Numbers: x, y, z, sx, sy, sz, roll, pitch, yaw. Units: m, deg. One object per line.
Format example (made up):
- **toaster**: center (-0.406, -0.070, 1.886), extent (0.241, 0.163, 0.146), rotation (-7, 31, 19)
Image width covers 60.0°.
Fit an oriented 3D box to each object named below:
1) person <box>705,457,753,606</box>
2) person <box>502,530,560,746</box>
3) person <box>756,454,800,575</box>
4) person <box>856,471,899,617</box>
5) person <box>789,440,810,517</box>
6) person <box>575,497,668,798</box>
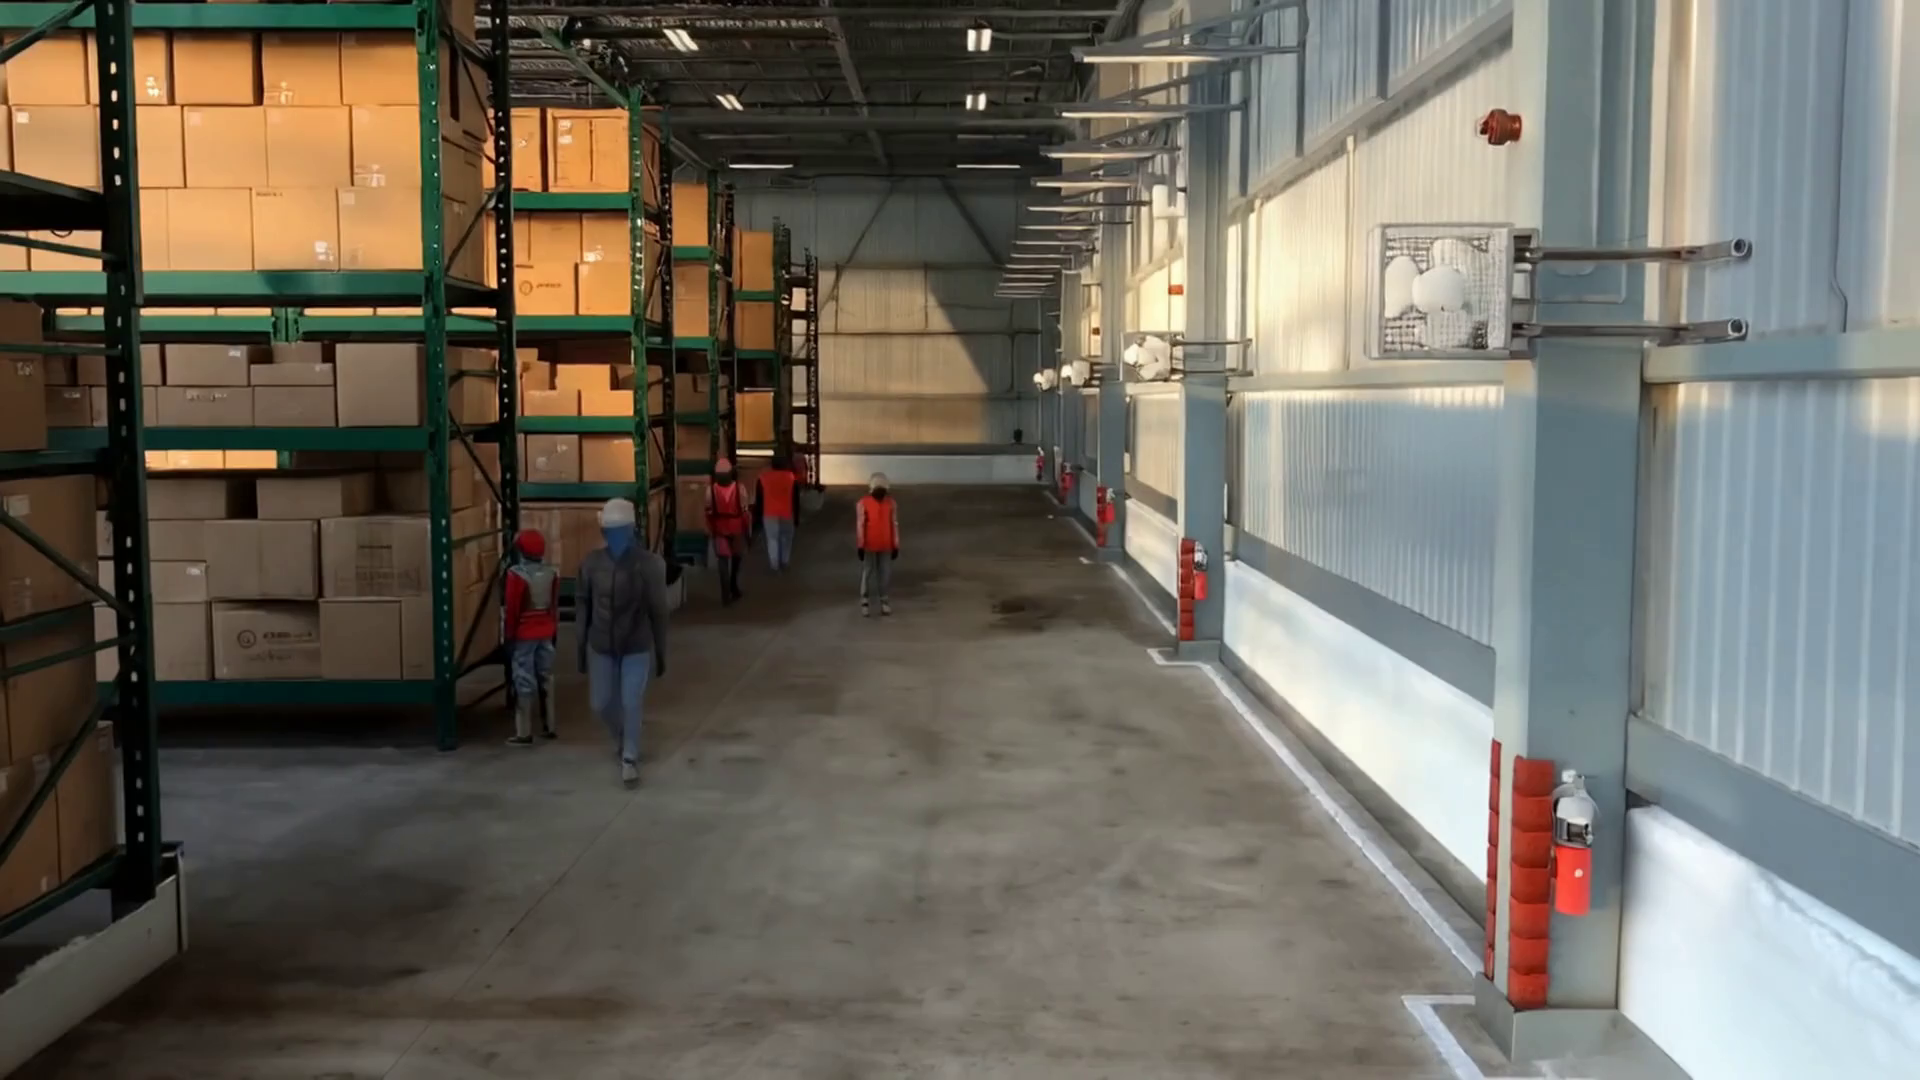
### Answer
- **person**: center (-2.951, -0.134, 21.279), extent (0.590, 1.888, 0.988), rotation (0, 5, -4)
- **person**: center (-3.227, 0.733, 12.582), extent (0.313, 1.630, 0.524), rotation (3, 6, 32)
- **person**: center (-2.705, -0.388, 24.725), extent (0.644, 1.792, 0.949), rotation (0, 5, -3)
- **person**: center (-0.971, 0.053, 19.846), extent (0.568, 1.743, 0.351), rotation (-3, 6, -30)
- **person**: center (-3.559, -1.359, 36.596), extent (0.488, 1.694, 0.920), rotation (-2, 5, -20)
- **person**: center (-2.246, 0.692, 11.073), extent (0.628, 1.979, 0.612), rotation (0, 5, -1)
